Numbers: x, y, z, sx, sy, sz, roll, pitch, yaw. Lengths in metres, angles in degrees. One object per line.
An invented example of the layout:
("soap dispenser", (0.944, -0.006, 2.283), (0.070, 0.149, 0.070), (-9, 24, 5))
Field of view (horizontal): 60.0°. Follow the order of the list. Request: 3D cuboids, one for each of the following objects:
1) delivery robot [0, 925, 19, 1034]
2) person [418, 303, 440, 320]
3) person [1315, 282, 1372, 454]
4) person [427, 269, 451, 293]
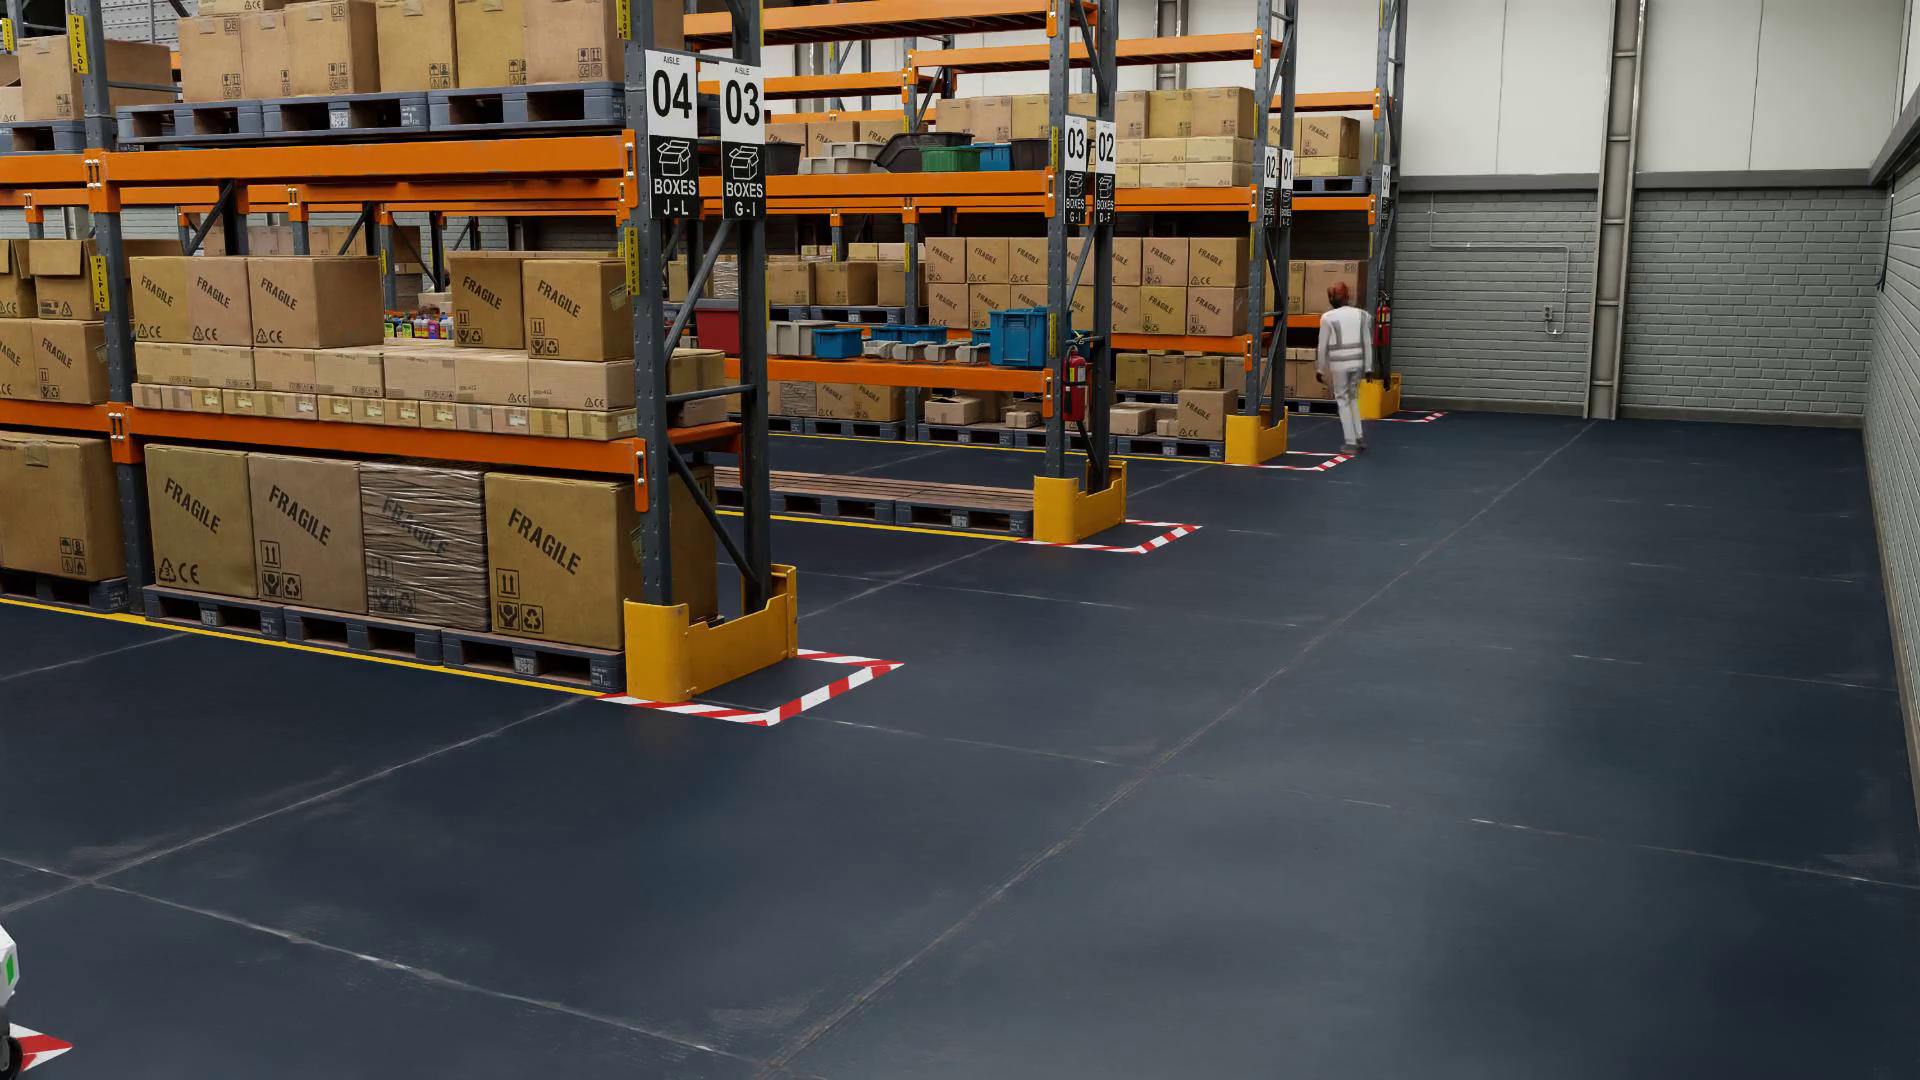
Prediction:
("delivery robot", (-2.932, 1.228, 4.447), (0.707, 0.478, 0.477), (-9, 14, -41))
("person", (-5.851, -1.803, 18.323), (0.452, 1.622, 0.524), (8, 13, 38))
("person", (4.144, -1.861, 18.023), (0.607, 1.851, 0.542), (-4, 11, -18))
("person", (-7.973, -3.269, 25.718), (0.429, 1.841, 0.634), (1, 10, 4))
